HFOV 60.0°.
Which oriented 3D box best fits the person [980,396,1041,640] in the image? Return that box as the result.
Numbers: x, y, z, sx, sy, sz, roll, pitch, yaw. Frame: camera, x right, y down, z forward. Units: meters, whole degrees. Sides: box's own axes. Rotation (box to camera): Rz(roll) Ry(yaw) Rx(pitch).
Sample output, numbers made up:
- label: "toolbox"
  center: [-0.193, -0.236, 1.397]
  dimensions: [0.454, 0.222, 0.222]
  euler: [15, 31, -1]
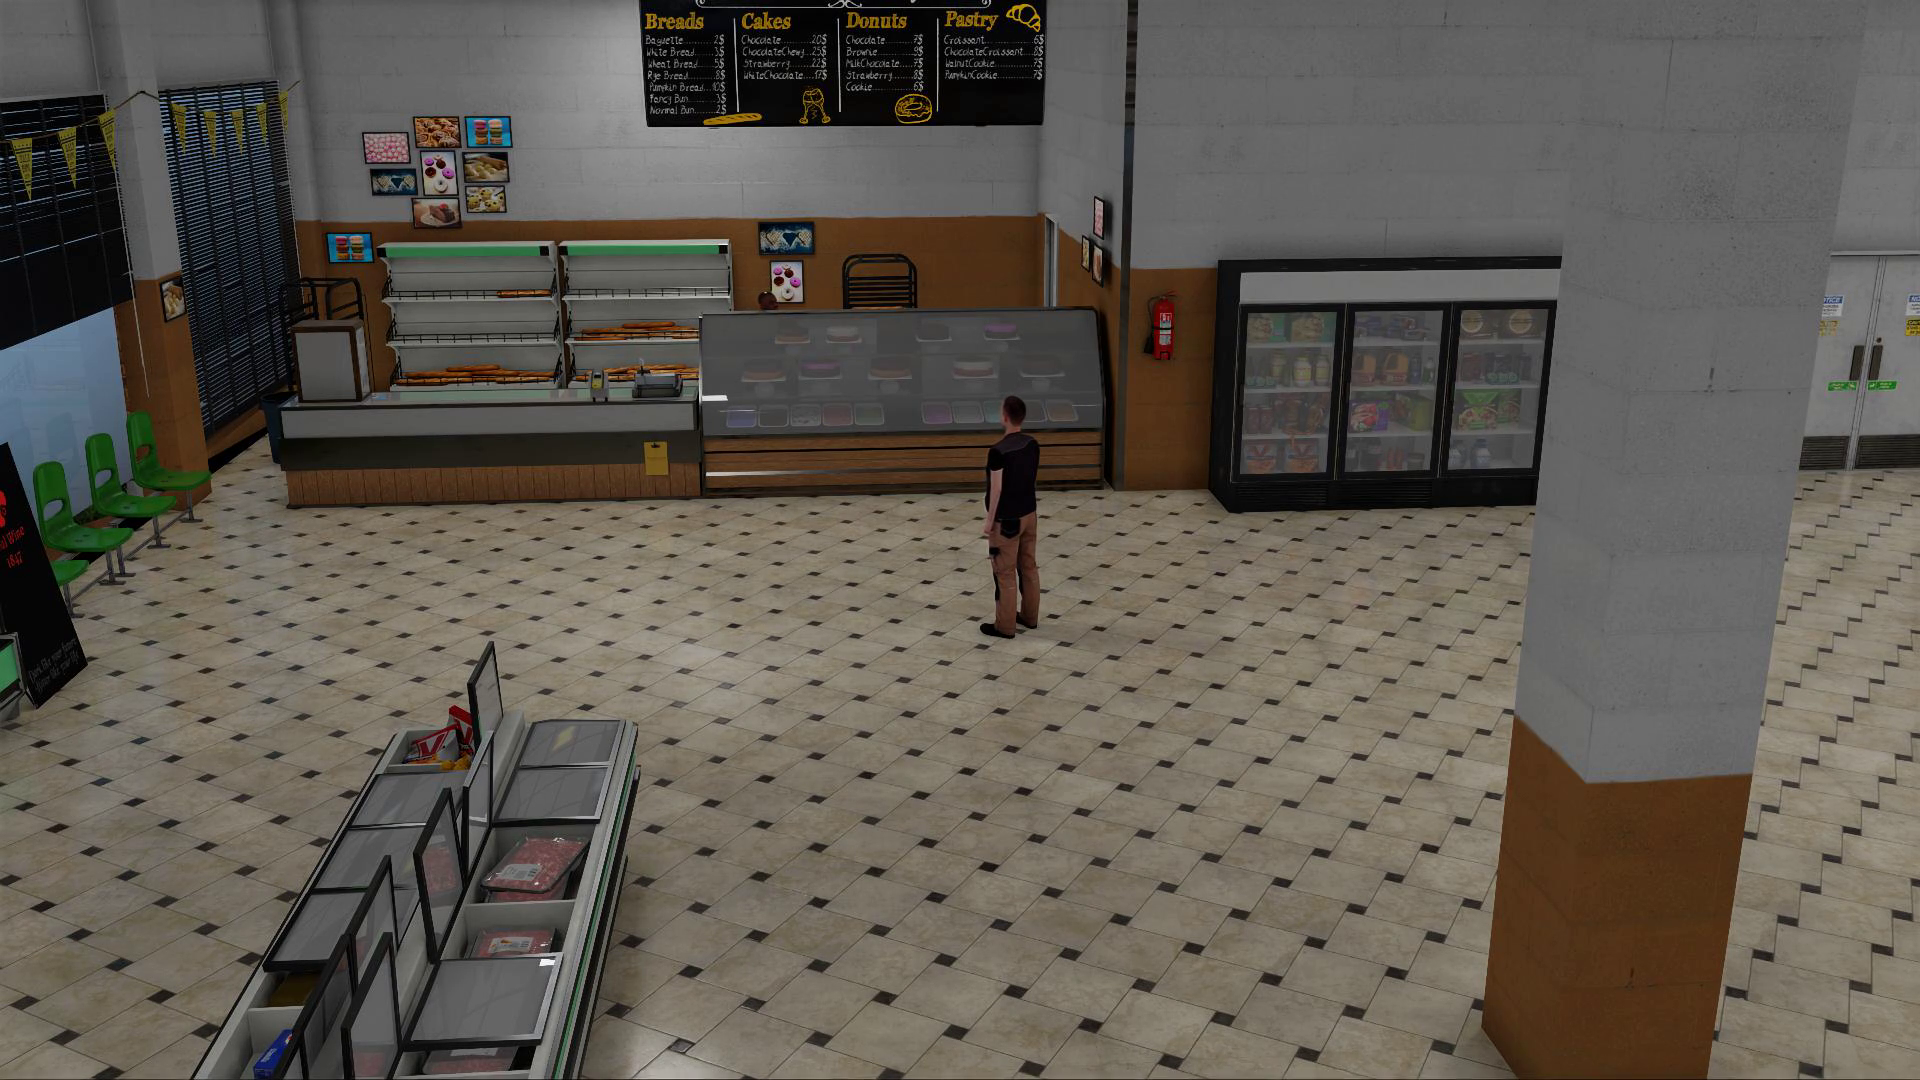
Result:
- label: "person"
  center: [0.406, -0.184, 12.535]
  dimensions: [0.819, 1.842, 0.766]
  euler: [14, 22, 39]
